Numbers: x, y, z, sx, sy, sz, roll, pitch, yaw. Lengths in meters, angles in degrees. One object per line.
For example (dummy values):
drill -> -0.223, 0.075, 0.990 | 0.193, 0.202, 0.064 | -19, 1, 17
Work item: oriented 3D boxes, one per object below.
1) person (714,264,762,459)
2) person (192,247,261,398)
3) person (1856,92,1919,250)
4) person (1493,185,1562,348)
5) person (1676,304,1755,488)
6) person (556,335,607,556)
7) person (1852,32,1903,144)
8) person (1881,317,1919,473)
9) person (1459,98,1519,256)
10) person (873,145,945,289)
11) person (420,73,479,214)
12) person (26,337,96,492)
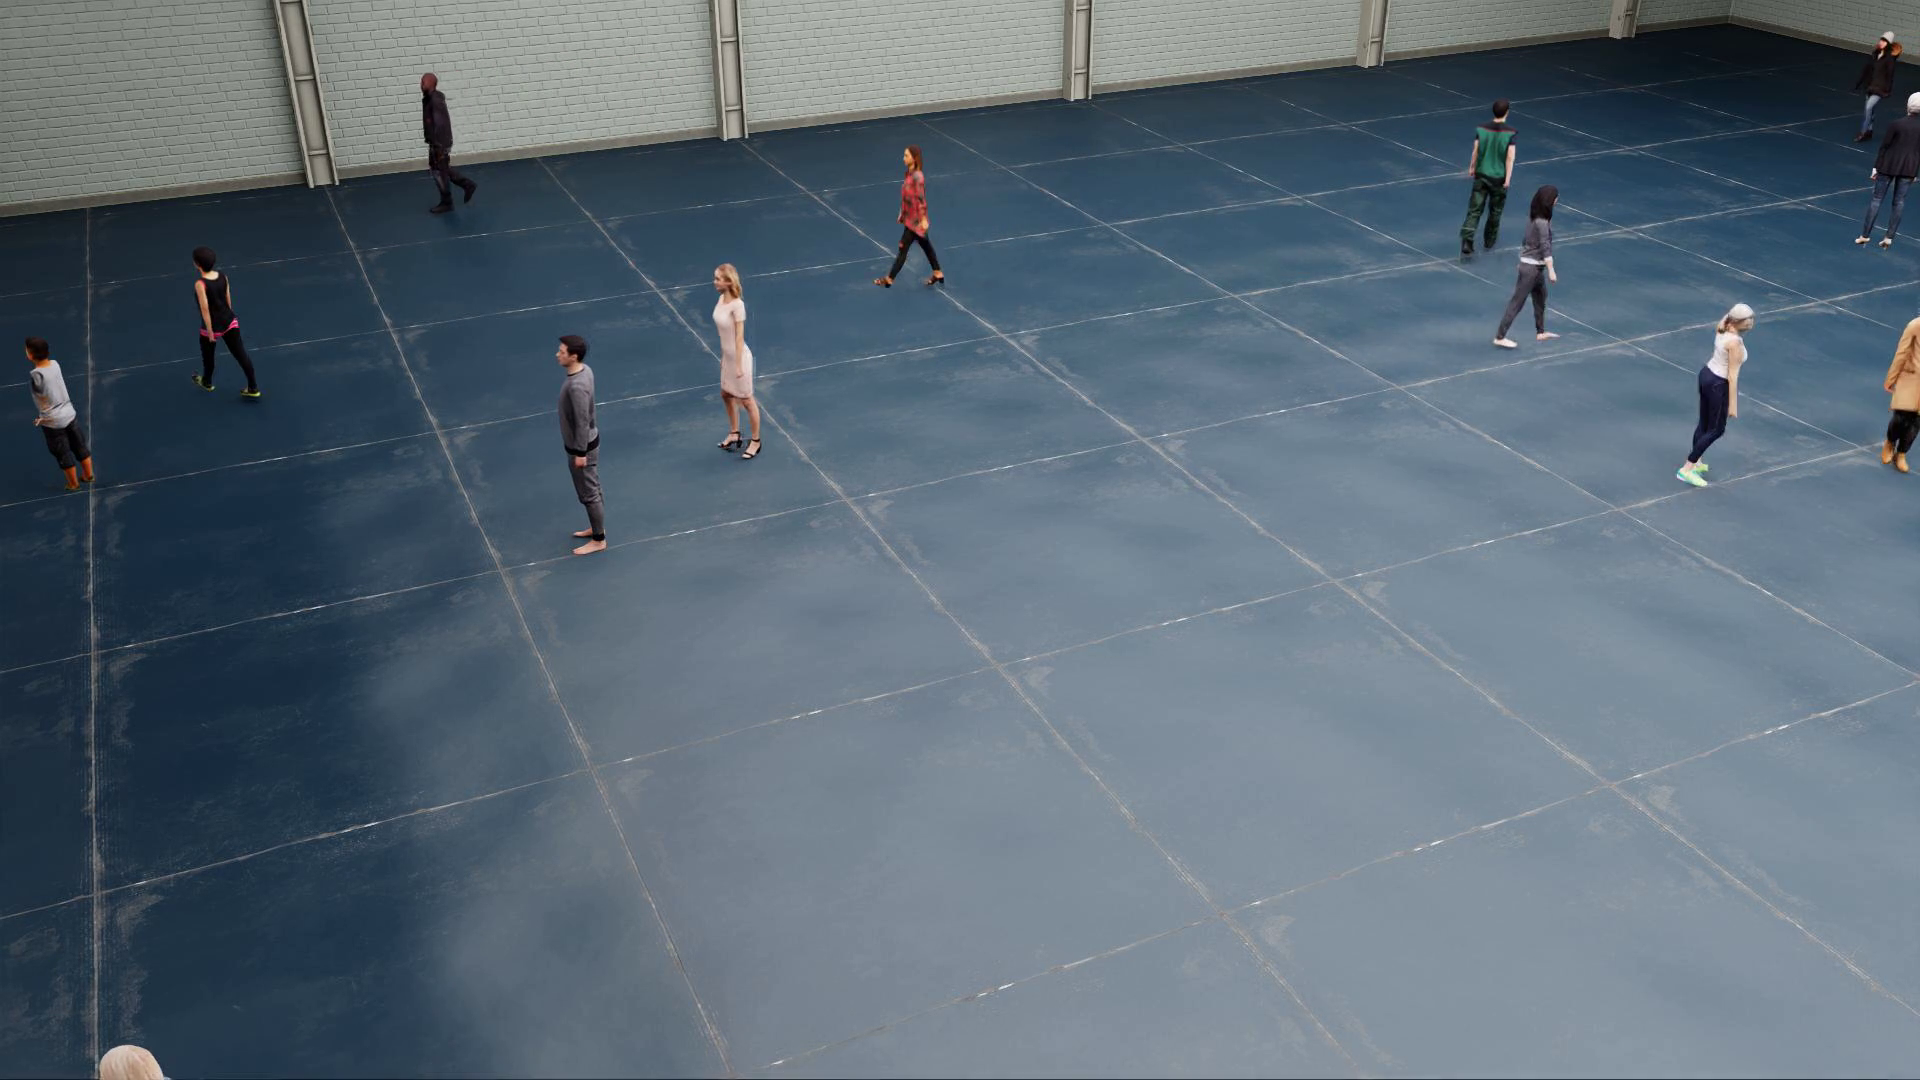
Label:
person -> -1.982, -1.620, 15.008 | 0.565, 1.825, 0.608 | -21, 34, -34
person -> -7.161, -2.078, 16.207 | 1.019, 1.507, 1.023 | 13, 31, 24
person -> 10.431, -4.139, 18.576 | 0.816, 1.781, 0.791 | 8, 29, 15
person -> 5.873, -2.828, 17.371 | 1.069, 1.736, 0.886 | 2, 28, 3
person -> 6.626, -1.319, 14.596 | 0.801, 1.681, 0.804 | -7, 29, -13
person -> -3.048, -0.785, 13.423 | 0.662, 1.841, 0.751 | -4, 28, -7
person -> 13.799, -6.799, 24.952 | 0.766, 1.619, 0.698 | -7, 29, -13
person -> 8.539, -1.458, 14.821 | 0.833, 1.714, 0.899 | 6, 29, 12
person -> 6.370, -4.347, 20.088 | 1.102, 1.864, 1.305 | 17, 32, 29
person -> -0.434, -3.656, 19.016 | 1.121, 1.652, 0.728 | -8, 29, -15
person -> -6.712, -5.209, 21.766 | 0.932, 1.808, 0.759 | -9, 29, -16
person -> -7.884, -1.141, 14.503 | 0.689, 1.454, 0.643 | 8, 29, 15
